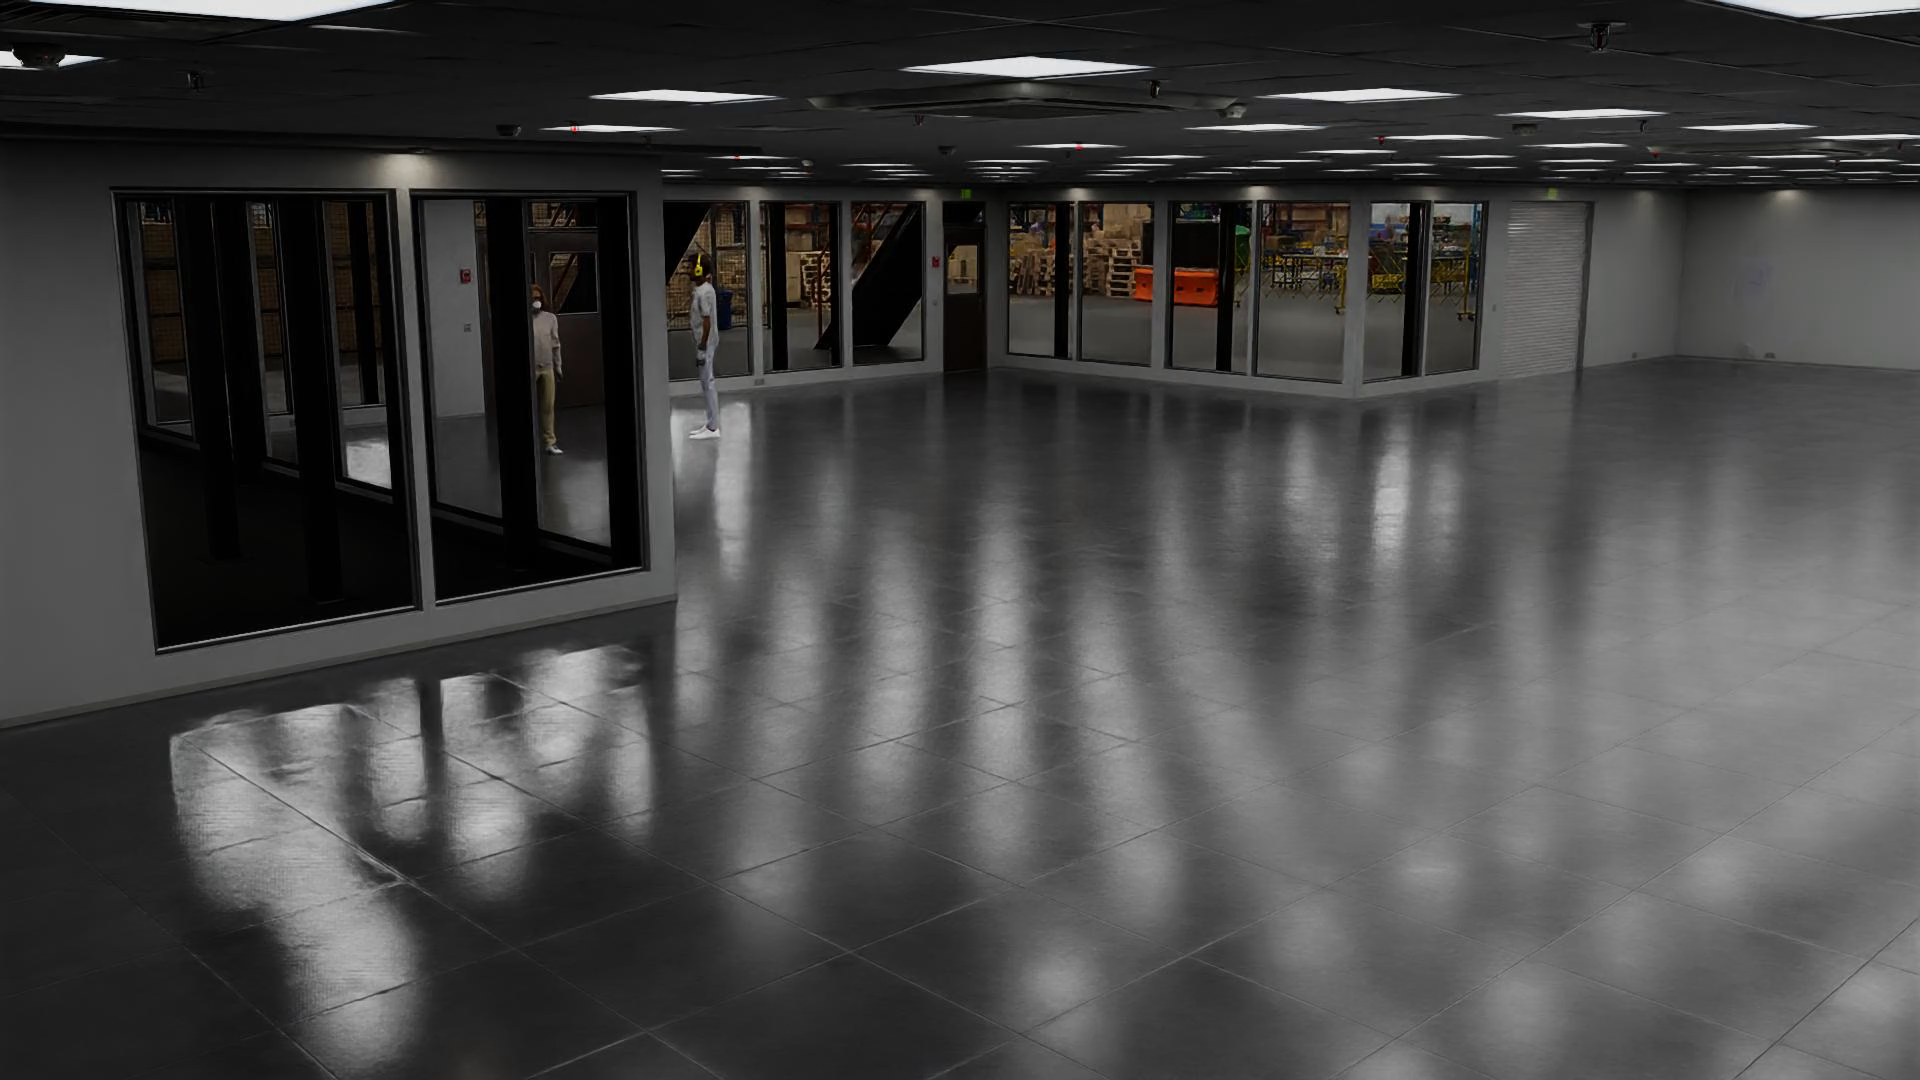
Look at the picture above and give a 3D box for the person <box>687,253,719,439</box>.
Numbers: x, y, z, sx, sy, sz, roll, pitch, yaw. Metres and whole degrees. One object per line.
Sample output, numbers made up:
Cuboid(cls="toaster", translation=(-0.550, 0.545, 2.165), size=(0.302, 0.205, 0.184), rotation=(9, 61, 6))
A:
Cuboid(cls="person", translation=(-2.609, -1.955, 16.855), size=(0.327, 1.874, 0.519), rotation=(-1, 11, -5))
